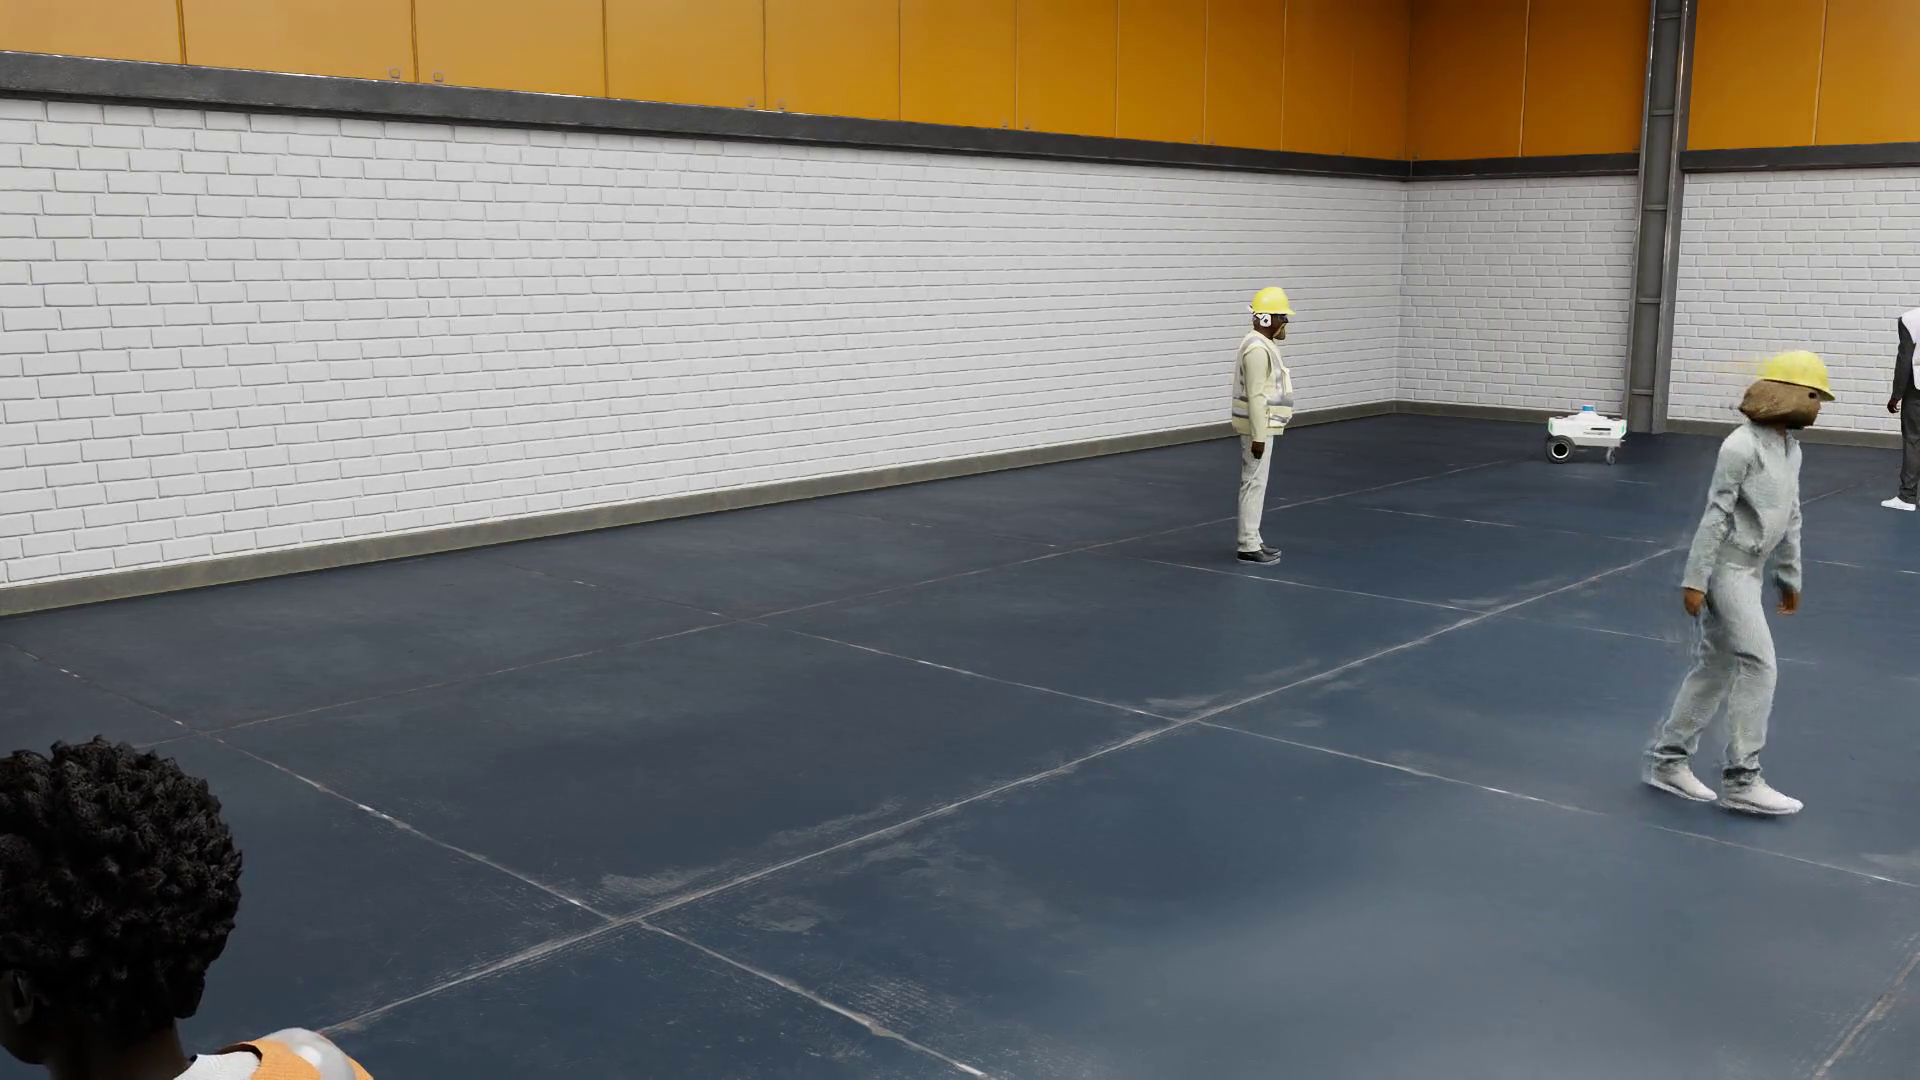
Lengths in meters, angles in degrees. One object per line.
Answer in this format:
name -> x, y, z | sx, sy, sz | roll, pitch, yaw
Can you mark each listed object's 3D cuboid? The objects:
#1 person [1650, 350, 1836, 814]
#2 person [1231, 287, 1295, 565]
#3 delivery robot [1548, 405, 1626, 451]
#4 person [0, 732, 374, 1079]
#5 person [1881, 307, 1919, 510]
person -> 2.927, 0.153, 6.145 | 0.647, 1.695, 0.510 | 10, 14, 44
person -> 1.991, -0.747, 10.963 | 0.403, 1.824, 0.593 | 2, 10, 11
delivery robot -> 6.073, -1.066, 16.111 | 0.707, 0.478, 0.477 | 3, 11, 18
person -> -0.667, 0.994, 1.422 | 0.320, 1.689, 0.529 | 3, 10, 14
person -> 7.663, -1.185, 13.175 | 0.593, 1.920, 0.392 | -1, 10, -7
